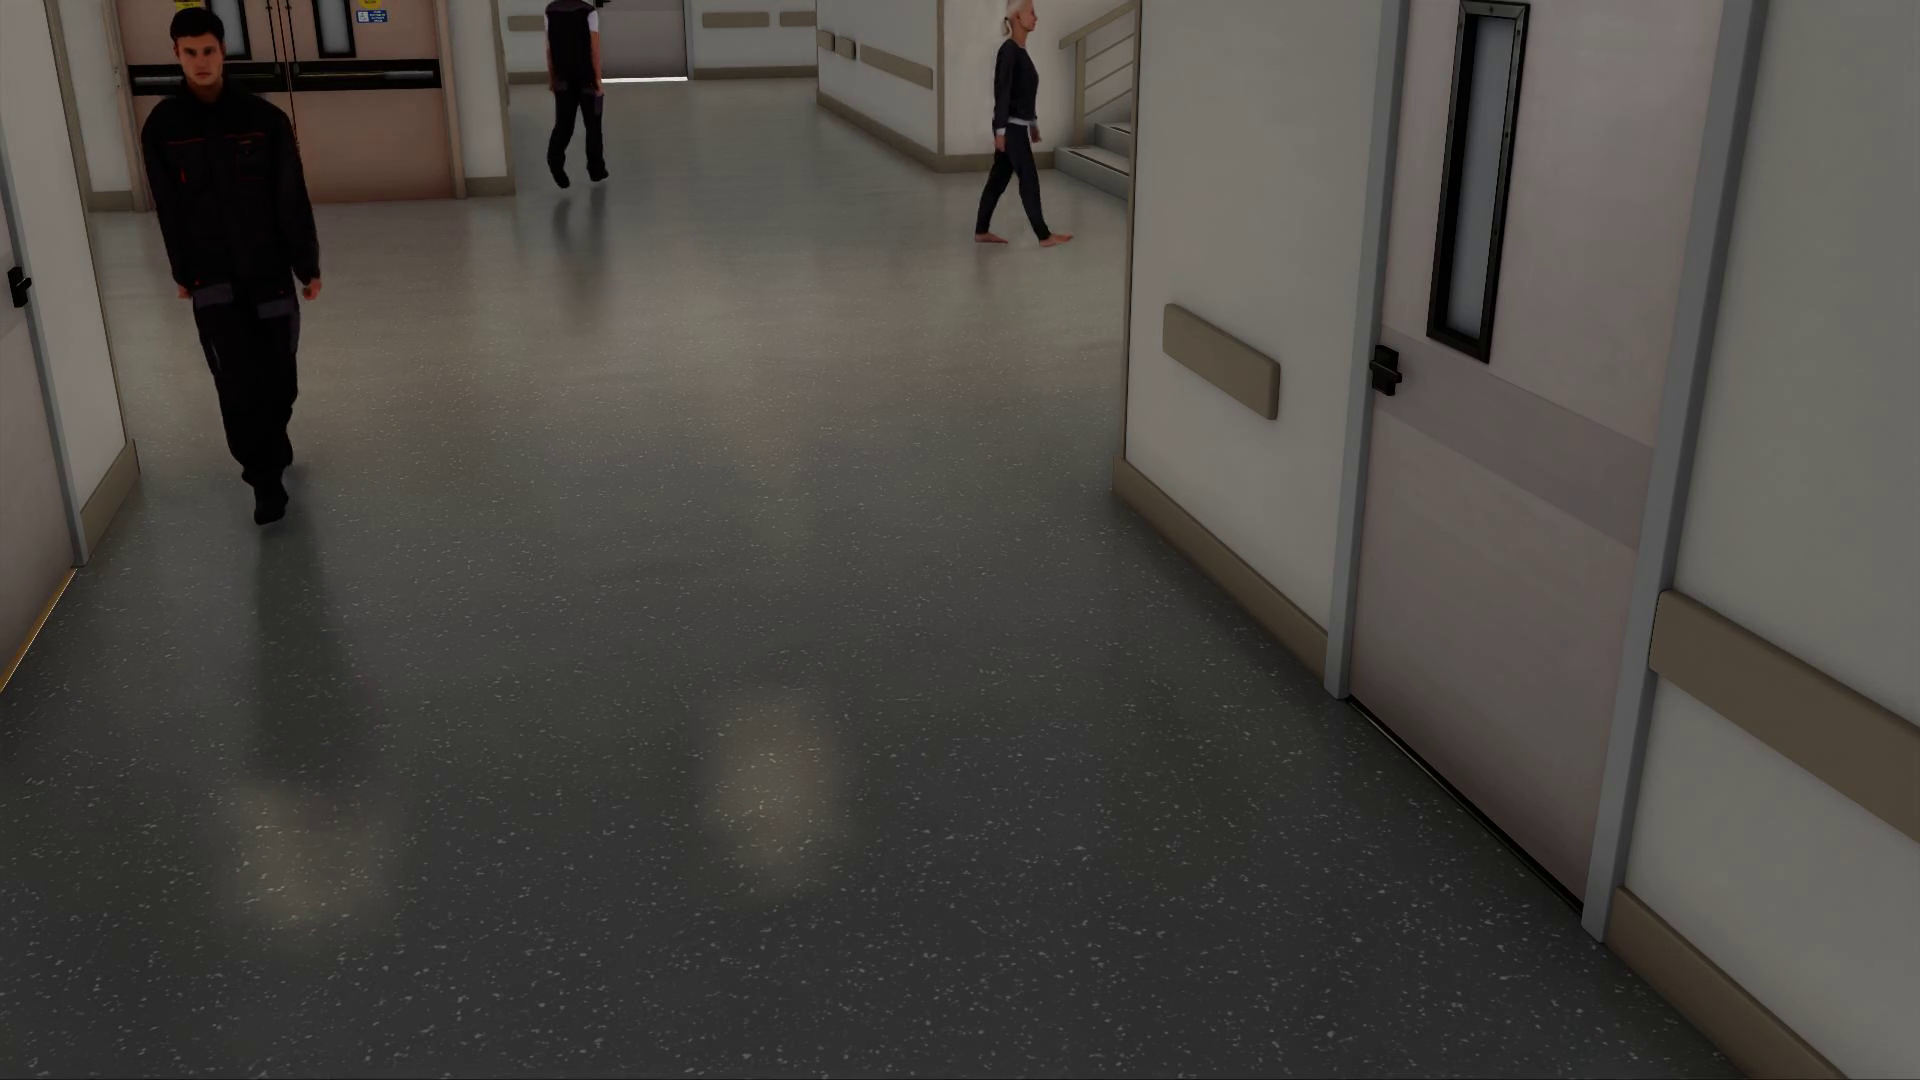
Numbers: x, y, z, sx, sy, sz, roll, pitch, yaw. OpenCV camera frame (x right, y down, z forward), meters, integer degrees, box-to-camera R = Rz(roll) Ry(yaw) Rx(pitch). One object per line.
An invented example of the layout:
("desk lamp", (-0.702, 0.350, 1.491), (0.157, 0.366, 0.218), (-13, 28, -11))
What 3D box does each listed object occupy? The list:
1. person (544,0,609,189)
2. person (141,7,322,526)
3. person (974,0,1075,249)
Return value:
("person", (-3.288, -3.894, 14.094), (1.185, 1.816, 1.017), (3, 21, 7))
("person", (-2.827, -1.086, 6.564), (1.230, 1.898, 0.923), (-9, 23, -23))
("person", (0.282, -2.888, 11.609), (1.067, 1.696, 0.884), (4, 21, 10))
